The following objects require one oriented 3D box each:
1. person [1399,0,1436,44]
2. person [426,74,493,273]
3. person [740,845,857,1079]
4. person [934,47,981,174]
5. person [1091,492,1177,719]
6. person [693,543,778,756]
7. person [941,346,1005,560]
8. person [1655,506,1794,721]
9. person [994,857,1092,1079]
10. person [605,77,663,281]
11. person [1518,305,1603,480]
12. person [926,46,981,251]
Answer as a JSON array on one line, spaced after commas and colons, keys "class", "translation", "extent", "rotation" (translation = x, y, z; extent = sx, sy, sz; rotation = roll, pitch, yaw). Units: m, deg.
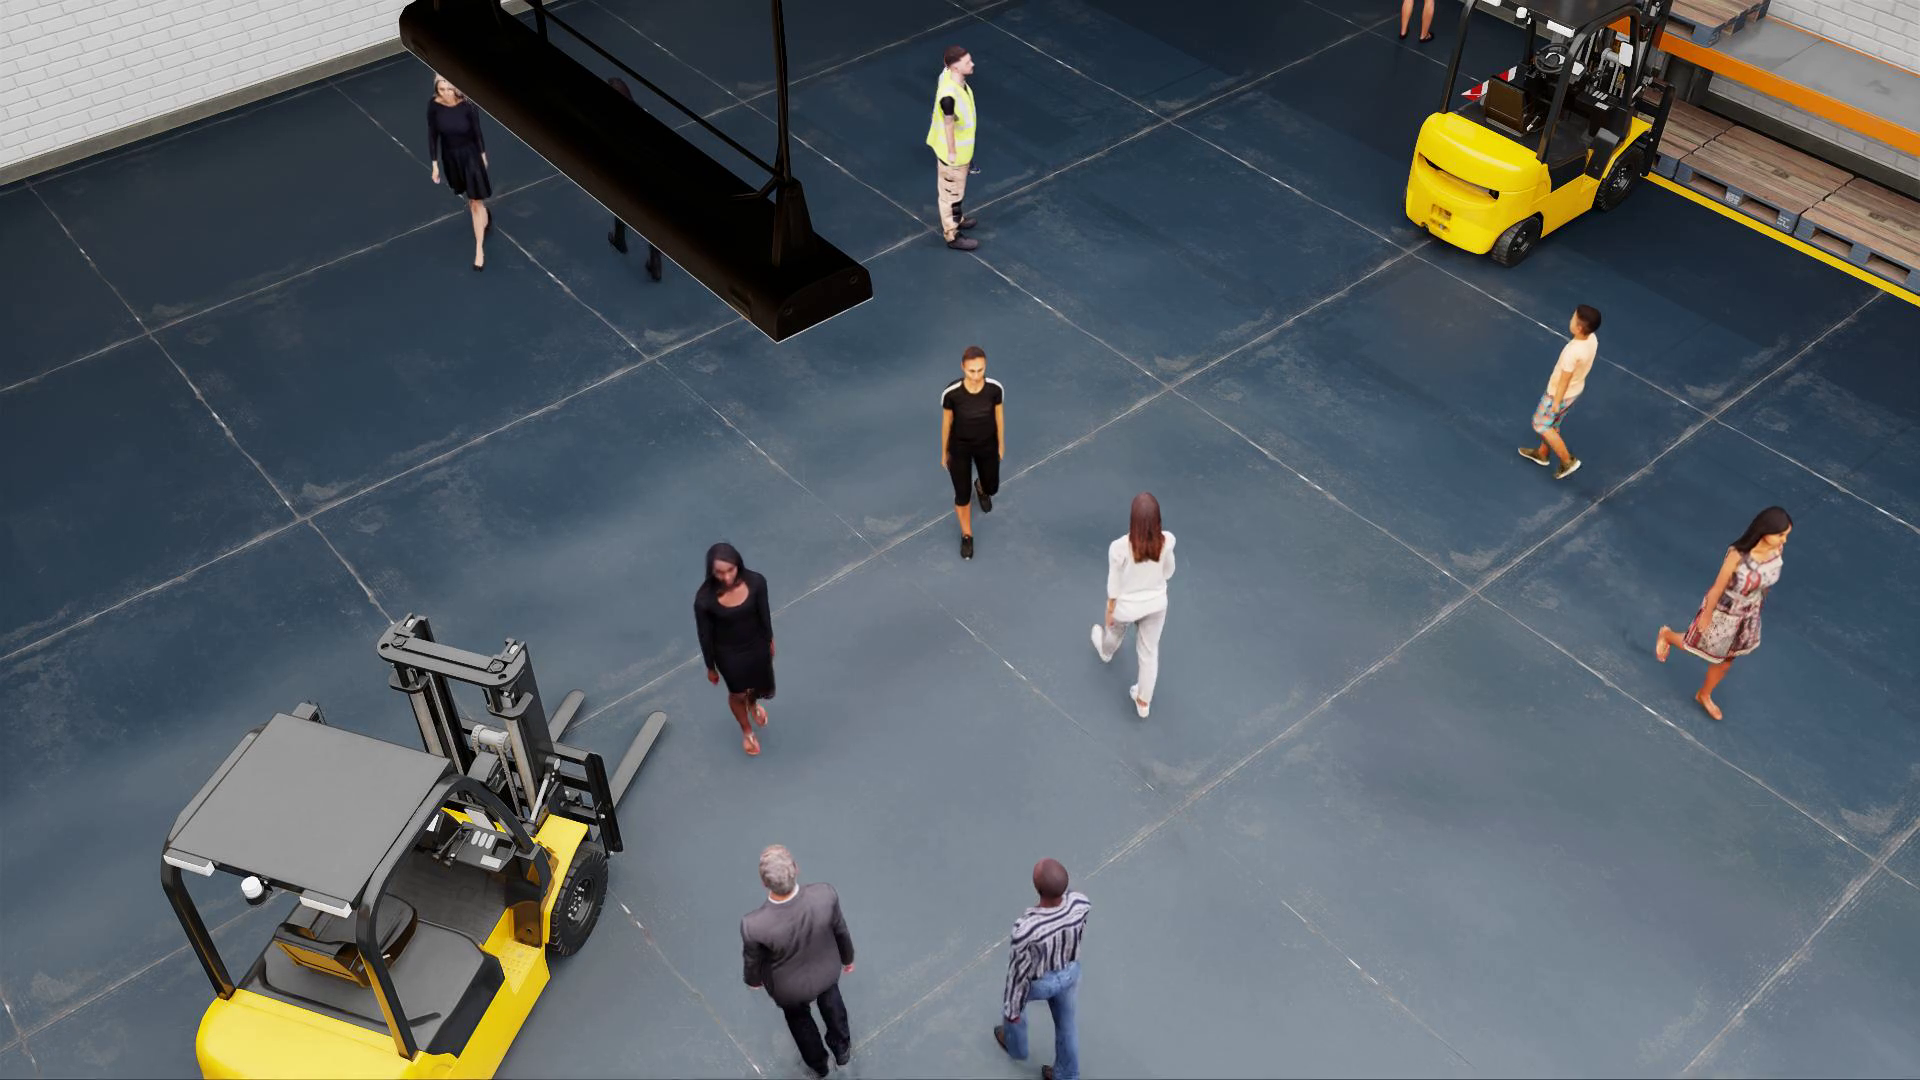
[{"class": "person", "translation": [4.799, -5.946, 17.083], "extent": [0.591, 1.673, 0.702], "rotation": [24, 49, 23]}, {"class": "person", "translation": [-4.248, -3.251, 14.237], "extent": [1.092, 1.697, 1.232], "rotation": [-1, 44, -1]}, {"class": "person", "translation": [-0.777, 2.225, 8.400], "extent": [0.789, 1.819, 0.730], "rotation": [-16, 46, -16]}, {"class": "person", "translation": [-0.130, -3.976, 15.326], "extent": [0.511, 1.244, 0.639], "rotation": [-33, 52, -30]}, {"class": "person", "translation": [1.135, 0.453, 10.382], "extent": [0.898, 1.651, 1.091], "rotation": [-10, 44, -10]}, {"class": "person", "translation": [-1.382, 0.616, 10.168], "extent": [0.692, 1.711, 0.713], "rotation": [-19, 47, -19]}, {"class": "person", "translation": [0.082, -0.686, 11.572], "extent": [0.863, 1.657, 0.969], "rotation": [-4, 44, -4]}, {"class": "person", "translation": [4.802, 0.389, 10.463], "extent": [0.834, 1.632, 0.986], "rotation": [-13, 45, -13]}, {"class": "person", "translation": [0.484, 2.284, 8.371], "extent": [0.734, 1.774, 0.850], "rotation": [-23, 48, -23]}, {"class": "person", "translation": [-2.689, -2.970, 13.884], "extent": [0.730, 1.776, 1.034], "rotation": [-20, 47, -20]}, {"class": "person", "translation": [4.464, -1.063, 12.118], "extent": [0.751, 1.451, 0.570], "rotation": [33, 53, 30]}, {"class": "person", "translation": [-0.036, -3.394, 14.279], "extent": [0.917, 1.846, 0.855], "rotation": [2, 44, 2]}]
